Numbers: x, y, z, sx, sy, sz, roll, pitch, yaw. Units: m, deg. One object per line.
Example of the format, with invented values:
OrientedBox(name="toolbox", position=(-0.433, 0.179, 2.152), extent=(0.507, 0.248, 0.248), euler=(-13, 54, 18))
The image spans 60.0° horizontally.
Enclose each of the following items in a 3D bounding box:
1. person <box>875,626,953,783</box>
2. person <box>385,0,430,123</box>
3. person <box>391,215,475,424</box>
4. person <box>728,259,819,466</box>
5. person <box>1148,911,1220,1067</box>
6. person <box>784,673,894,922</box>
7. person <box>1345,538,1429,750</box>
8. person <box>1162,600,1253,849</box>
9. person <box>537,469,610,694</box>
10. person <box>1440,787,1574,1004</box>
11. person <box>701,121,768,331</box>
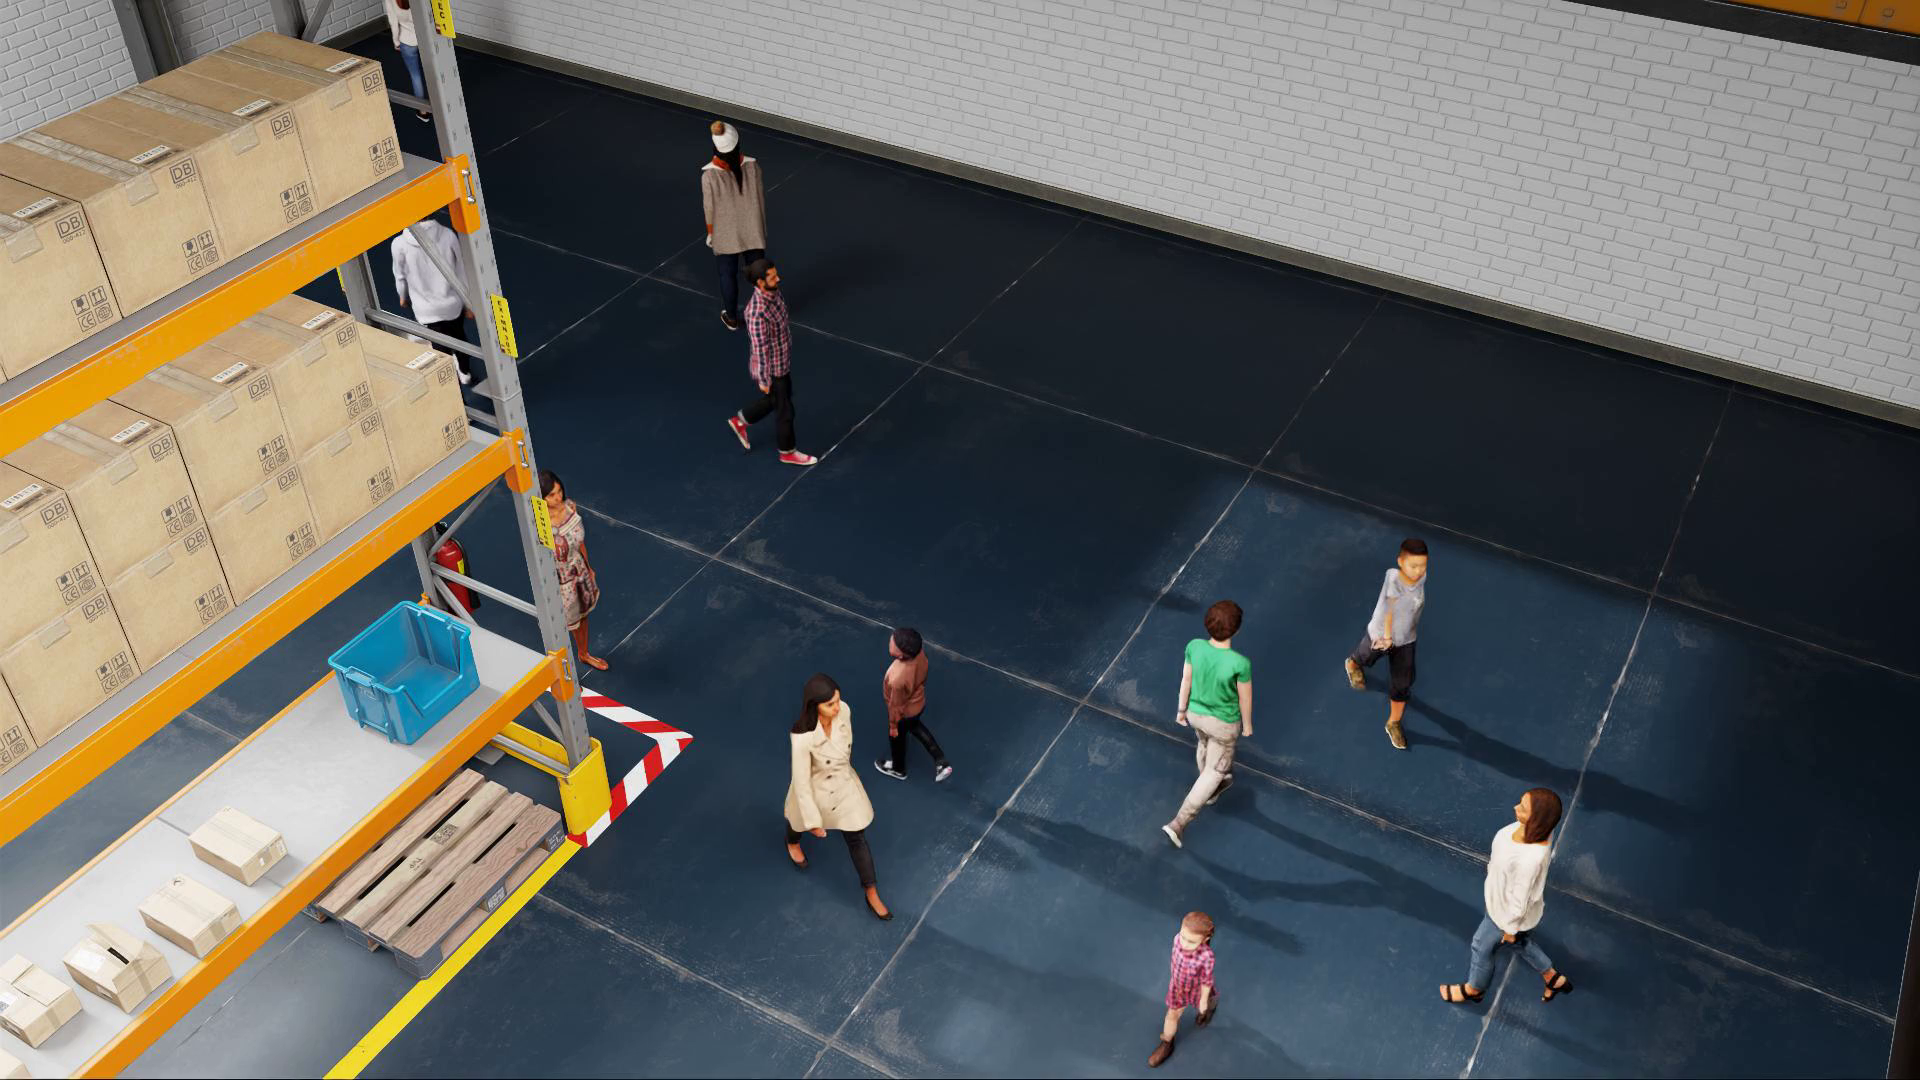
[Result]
OrientedBox(name="person", position=(-0.271, 1.011, 9.966), extent=(0.576, 1.246, 0.675), euler=(19, 42, 22))
OrientedBox(name="person", position=(-5.694, -5.233, 17.425), extent=(0.672, 1.693, 0.768), euler=(-17, 42, -20))
OrientedBox(name="person", position=(-4.030, -1.764, 12.924), extent=(1.139, 1.890, 1.095), euler=(-20, 43, -23))
OrientedBox(name="person", position=(-1.476, -1.327, 12.495), extent=(0.988, 1.742, 1.016), euler=(4, 39, 5))
OrientedBox(name="person", position=(1.232, 2.251, 8.601), extent=(0.522, 1.010, 0.792), euler=(29, 47, 31))
OrientedBox(name="person", position=(-0.823, 1.368, 9.212), extent=(1.103, 1.629, 0.914), euler=(-30, 47, -32))
OrientedBox(name="person", position=(2.689, 0.498, 10.461), extent=(0.962, 1.428, 1.054), euler=(-8, 39, -10))
OrientedBox(name="person", position=(1.427, 1.076, 9.575), extent=(0.699, 1.631, 1.084), euler=(27, 46, 30))
OrientedBox(name="person", position=(-2.536, 0.236, 10.616), extent=(0.716, 1.645, 0.469), euler=(22, 44, 25))
OrientedBox(name="person", position=(2.915, 1.878, 8.542), extent=(0.718, 1.668, 0.822), euler=(15, 41, 18))
OrientedBox(name="person", position=(-1.888, -2.663, 14.042), extent=(0.822, 1.899, 0.884), euler=(-10, 40, -12))
